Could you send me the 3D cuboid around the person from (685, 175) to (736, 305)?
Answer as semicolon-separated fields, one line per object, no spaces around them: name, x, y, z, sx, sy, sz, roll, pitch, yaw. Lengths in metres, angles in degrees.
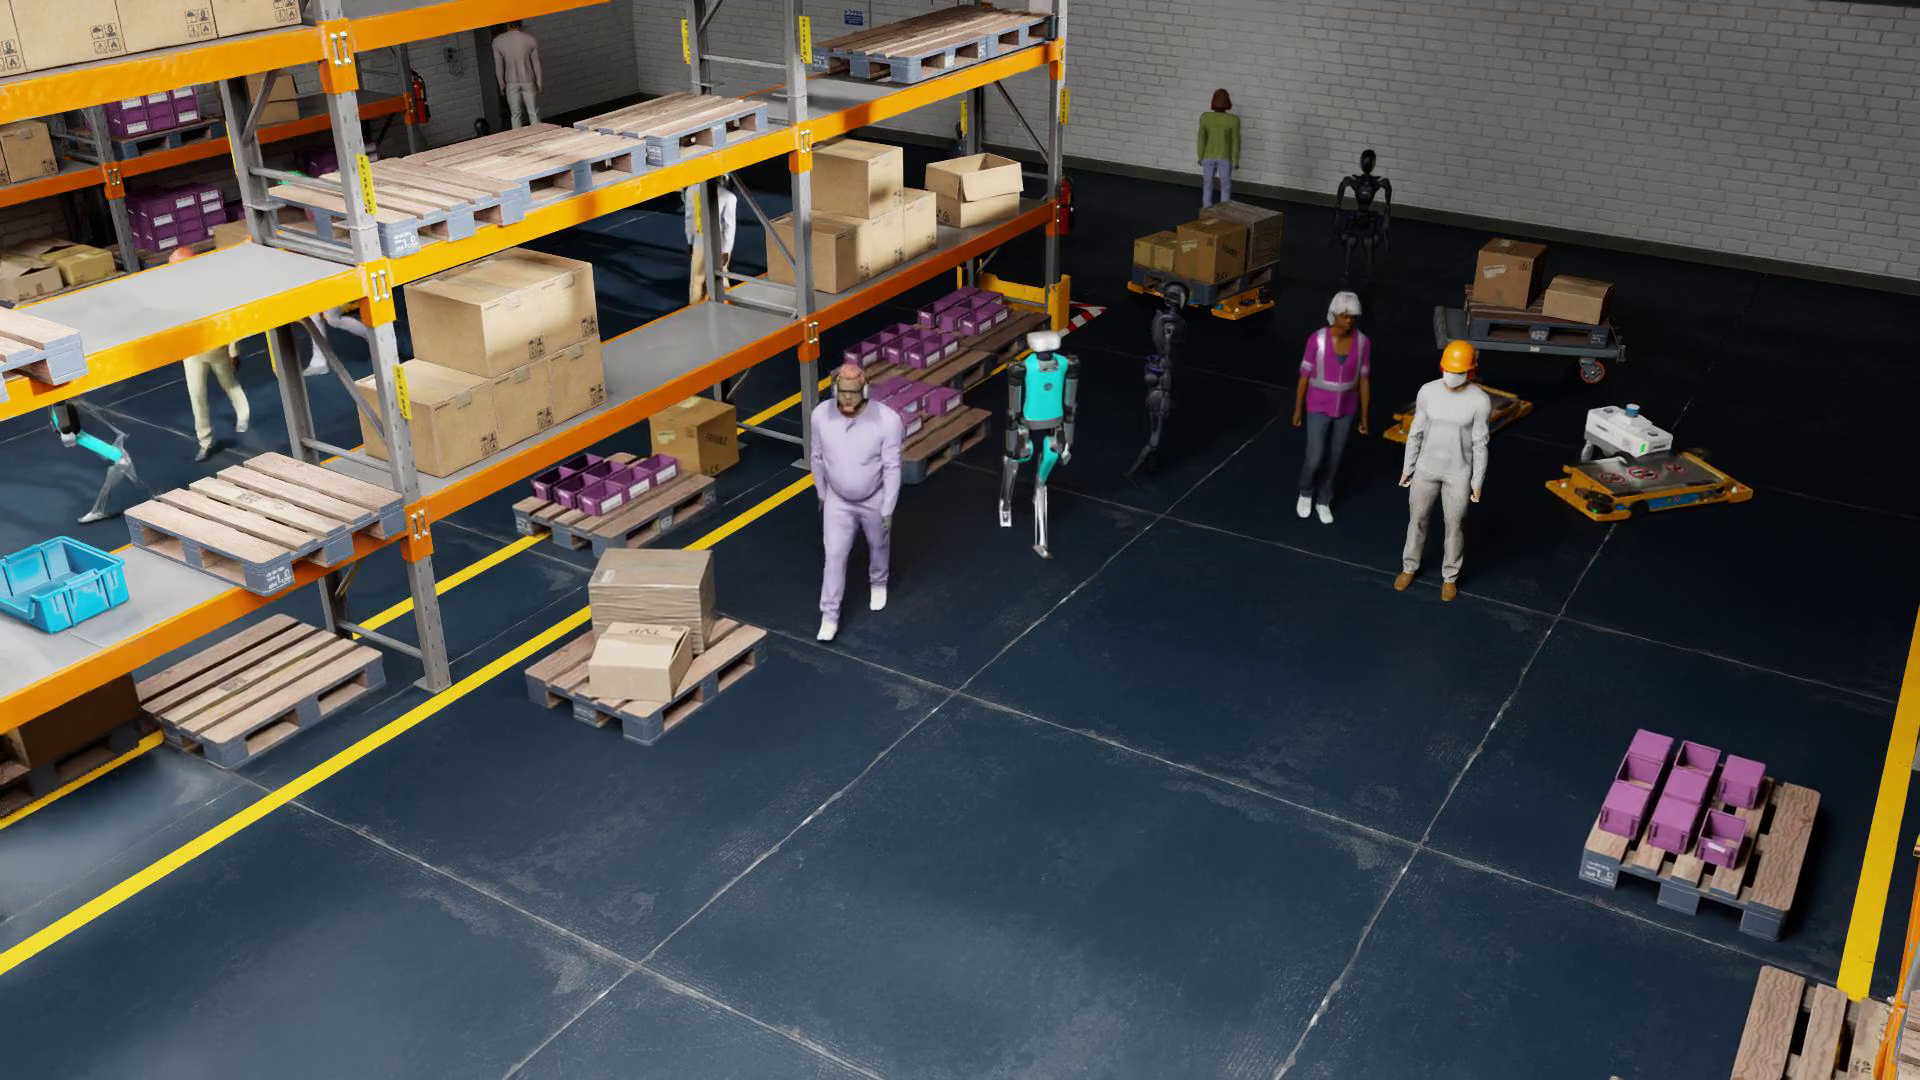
person;-2.453;-2.885;16.256;0.567;1.735;0.396;9;28;18

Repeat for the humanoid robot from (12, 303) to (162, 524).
humanoid robot;-6.499;-0.925;12.501;0.817;1.875;0.554;-18;32;-32

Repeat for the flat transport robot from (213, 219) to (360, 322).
flat transport robot;-6.899;-2.521;17.166;1.431;0.231;0.659;17;31;29

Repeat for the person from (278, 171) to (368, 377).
person;-5.773;-2.439;15.184;0.823;1.923;0.507;-15;30;-26

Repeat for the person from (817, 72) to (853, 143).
person;-1.619;-5.113;20.549;0.653;1.828;0.465;-22;34;-37

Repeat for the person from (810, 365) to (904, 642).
person;-0.693;-0.253;10.934;0.648;1.863;1.007;4;27;8

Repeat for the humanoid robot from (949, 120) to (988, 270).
humanoid robot;0.045;-3.779;18.142;0.791;1.620;0.608;-23;35;-37

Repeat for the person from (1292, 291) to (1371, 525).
person;2.761;-0.960;12.346;0.535;1.832;0.437;-2;27;-3

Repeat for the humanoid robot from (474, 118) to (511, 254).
humanoid robot;-5.086;-3.769;18.132;0.613;1.616;0.831;-5;27;-10

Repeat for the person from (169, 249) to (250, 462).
person;-6.224;-1.593;13.738;0.570;1.709;0.872;-1;27;-2

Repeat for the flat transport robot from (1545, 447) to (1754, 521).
flat transport robot;5.413;-0.434;13.054;1.431;0.231;0.659;-8;28;-15

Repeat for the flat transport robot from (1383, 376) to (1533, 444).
flat transport robot;4.300;-1.066;14.298;0.659;0.231;1.431;23;35;38

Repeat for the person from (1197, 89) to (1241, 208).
person;3.038;-4.451;19.475;0.560;1.621;0.266;10;28;18

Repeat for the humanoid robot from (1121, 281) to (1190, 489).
humanoid robot;1.542;-1.230;13.075;0.449;1.646;0.587;3;27;7

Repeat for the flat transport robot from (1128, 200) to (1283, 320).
flat transport robot;2.504;-2.601;17.323;0.659;0.231;1.431;-24;35;-38

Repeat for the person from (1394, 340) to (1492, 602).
person;3.302;-0.475;11.356;0.560;1.888;0.399;14;30;26

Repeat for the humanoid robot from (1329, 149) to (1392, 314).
humanoid robot;4.041;-3.114;16.766;0.608;1.648;0.313;4;27;8

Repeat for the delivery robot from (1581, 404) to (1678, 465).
delivery robot;5.402;-0.783;13.441;0.525;0.610;0.781;-10;28;-18

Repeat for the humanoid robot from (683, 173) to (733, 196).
humanoid robot;-2.663;-3.350;17.262;0.551;1.847;0.866;2;27;5

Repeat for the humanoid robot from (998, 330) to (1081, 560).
humanoid robot;0.494;-0.800;12.161;0.532;1.763;0.961;-7;28;-14

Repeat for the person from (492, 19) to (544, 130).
person;-5.950;-6.176;22.526;0.628;1.940;0.373;-6;28;-12
